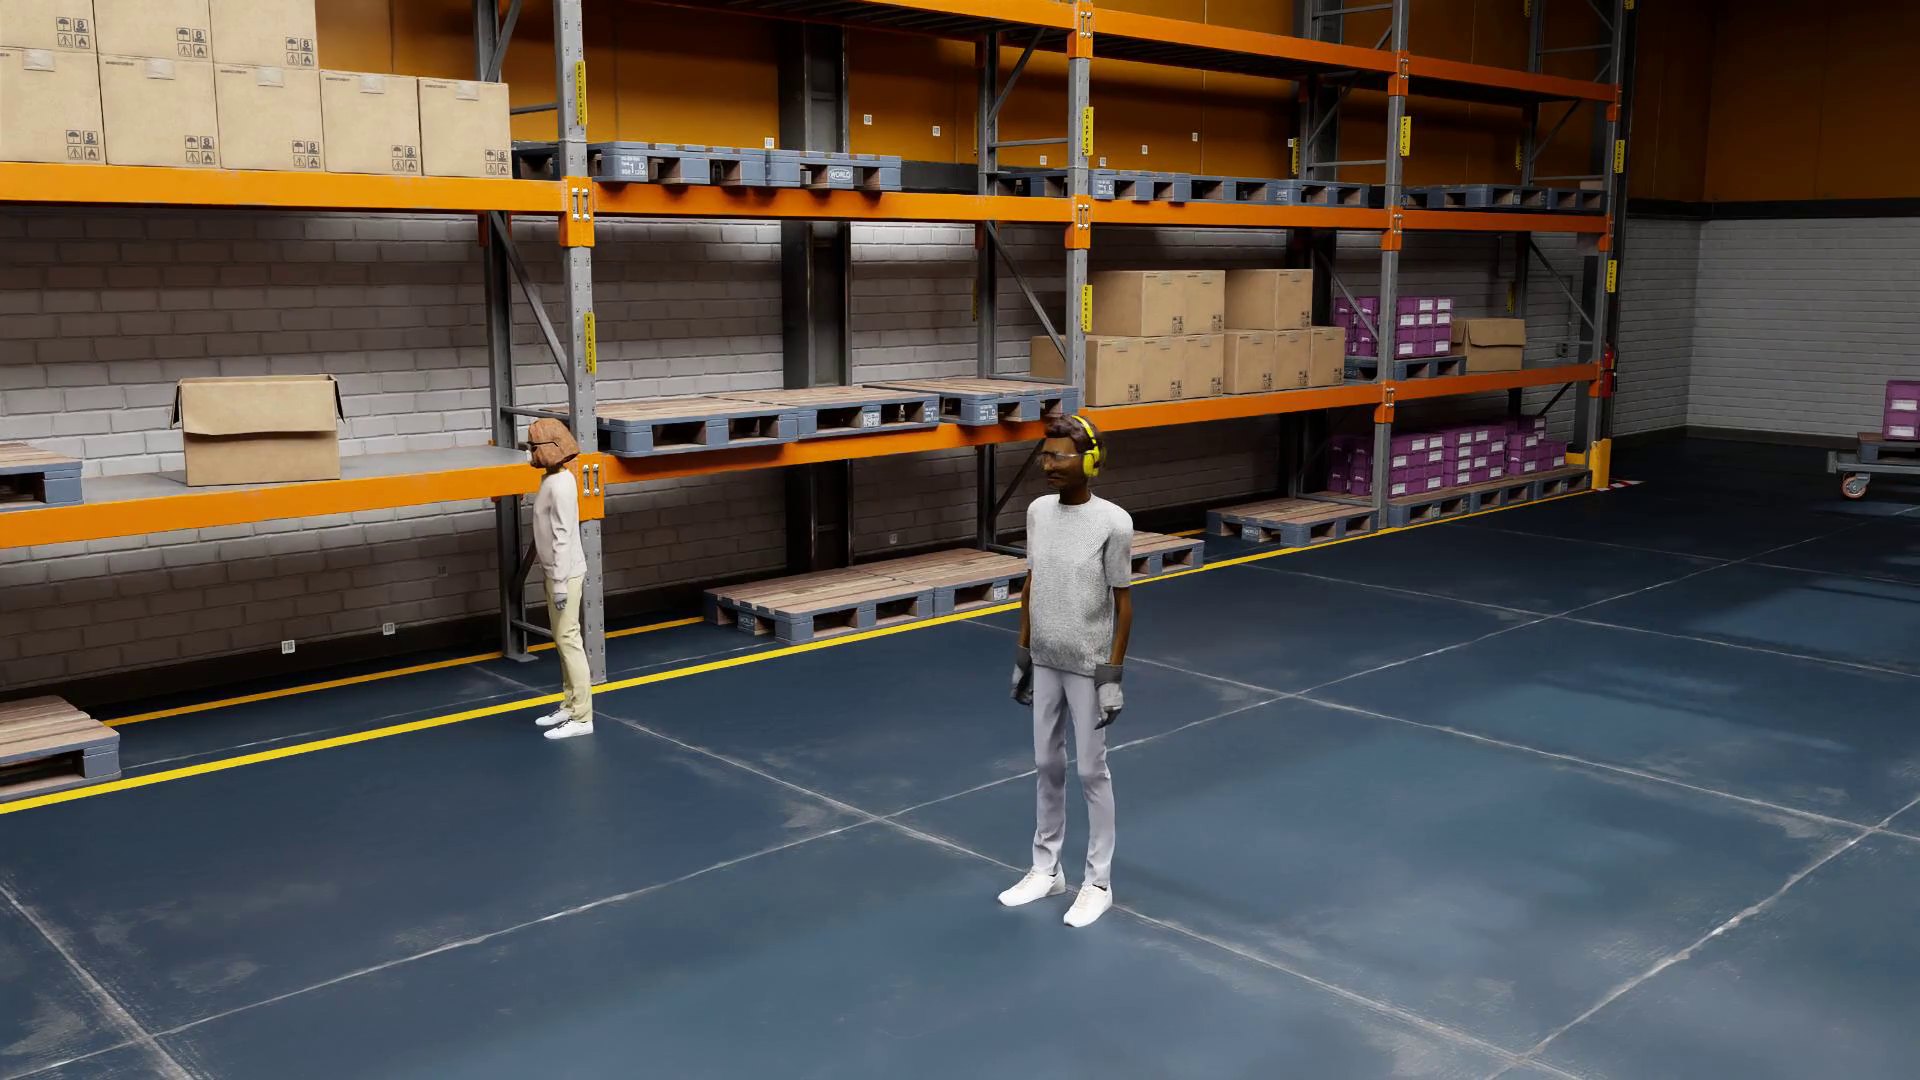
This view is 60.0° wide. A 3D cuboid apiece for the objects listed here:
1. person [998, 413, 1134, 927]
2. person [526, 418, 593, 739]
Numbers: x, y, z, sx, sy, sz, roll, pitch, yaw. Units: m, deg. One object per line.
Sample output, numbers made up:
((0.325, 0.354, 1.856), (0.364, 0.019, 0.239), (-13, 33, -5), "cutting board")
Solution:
((0.391, 0.469, 6.096), (0.513, 1.872, 0.328), (9, 13, 41), "person")
((-2.041, 0.189, 8.453), (0.279, 1.625, 0.497), (-3, 10, -17), "person")
